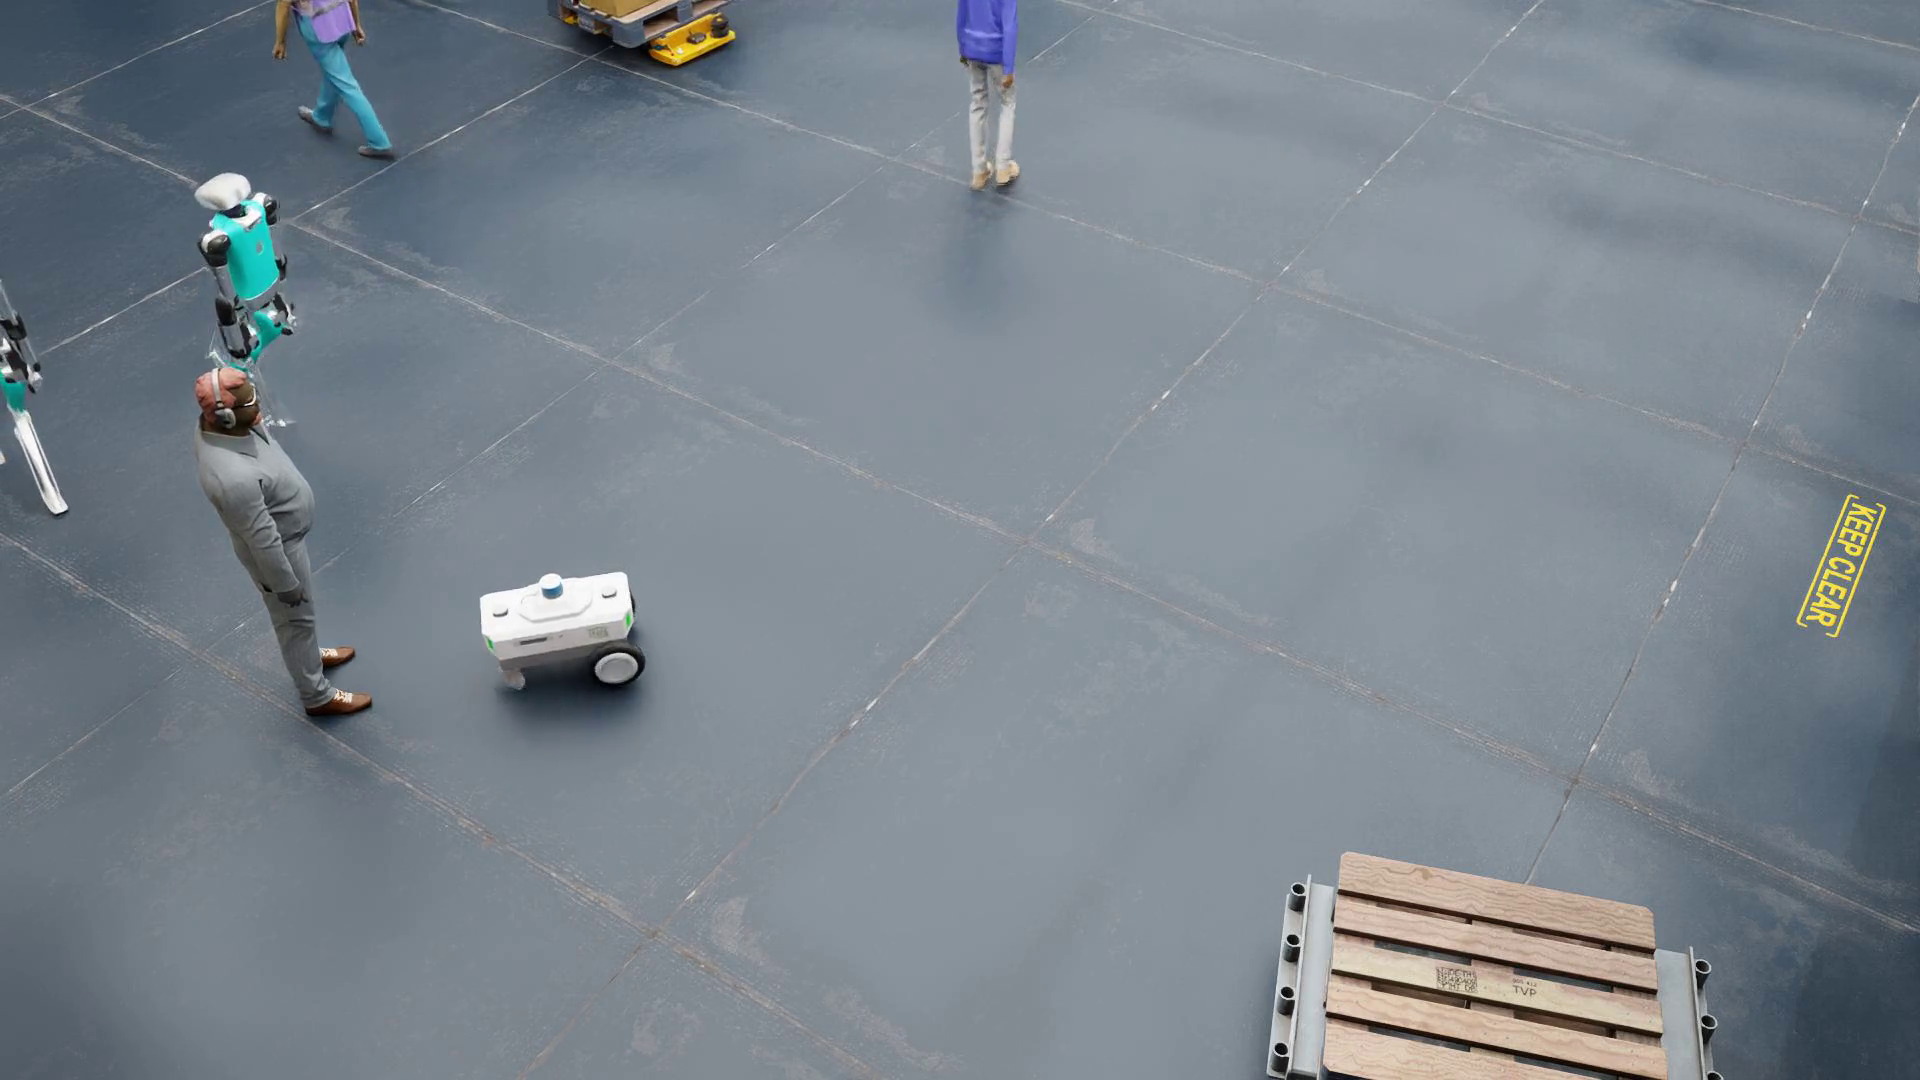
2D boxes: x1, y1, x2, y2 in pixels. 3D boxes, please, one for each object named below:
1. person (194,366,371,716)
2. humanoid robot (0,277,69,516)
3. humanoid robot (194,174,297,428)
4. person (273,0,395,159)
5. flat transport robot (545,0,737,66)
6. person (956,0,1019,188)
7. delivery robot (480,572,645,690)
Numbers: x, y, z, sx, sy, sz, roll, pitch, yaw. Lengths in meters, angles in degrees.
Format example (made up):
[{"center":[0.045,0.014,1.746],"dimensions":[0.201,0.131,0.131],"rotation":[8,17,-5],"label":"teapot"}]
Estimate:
[{"center":[-3.088,0.010,7.541],"dimensions":[0.409,1.906,0.652],"rotation":[-18,45,-19],"label":"person"},{"center":[-5.234,-0.976,8.776],"dimensions":[0.539,1.779,0.939],"rotation":[-31,50,-30],"label":"humanoid robot"},{"center":[-3.964,-1.184,9.021],"dimensions":[0.795,1.799,0.531],"rotation":[11,43,12],"label":"humanoid robot"},{"center":[-4.492,-3.556,11.611],"dimensions":[0.961,1.792,0.593],"rotation":[17,44,18],"label":"person"},{"center":[-2.567,-4.234,13.517],"dimensions":[1.431,0.231,0.659],"rotation":[29,49,28],"label":"flat transport robot"},{"center":[0.178,-3.310,11.312],"dimensions":[0.480,1.832,0.530],"rotation":[15,44,17],"label":"person"},{"center":[-1.928,0.406,8.100],"dimensions":[0.752,0.581,0.504],"rotation":[-10,43,-11],"label":"delivery robot"}]
